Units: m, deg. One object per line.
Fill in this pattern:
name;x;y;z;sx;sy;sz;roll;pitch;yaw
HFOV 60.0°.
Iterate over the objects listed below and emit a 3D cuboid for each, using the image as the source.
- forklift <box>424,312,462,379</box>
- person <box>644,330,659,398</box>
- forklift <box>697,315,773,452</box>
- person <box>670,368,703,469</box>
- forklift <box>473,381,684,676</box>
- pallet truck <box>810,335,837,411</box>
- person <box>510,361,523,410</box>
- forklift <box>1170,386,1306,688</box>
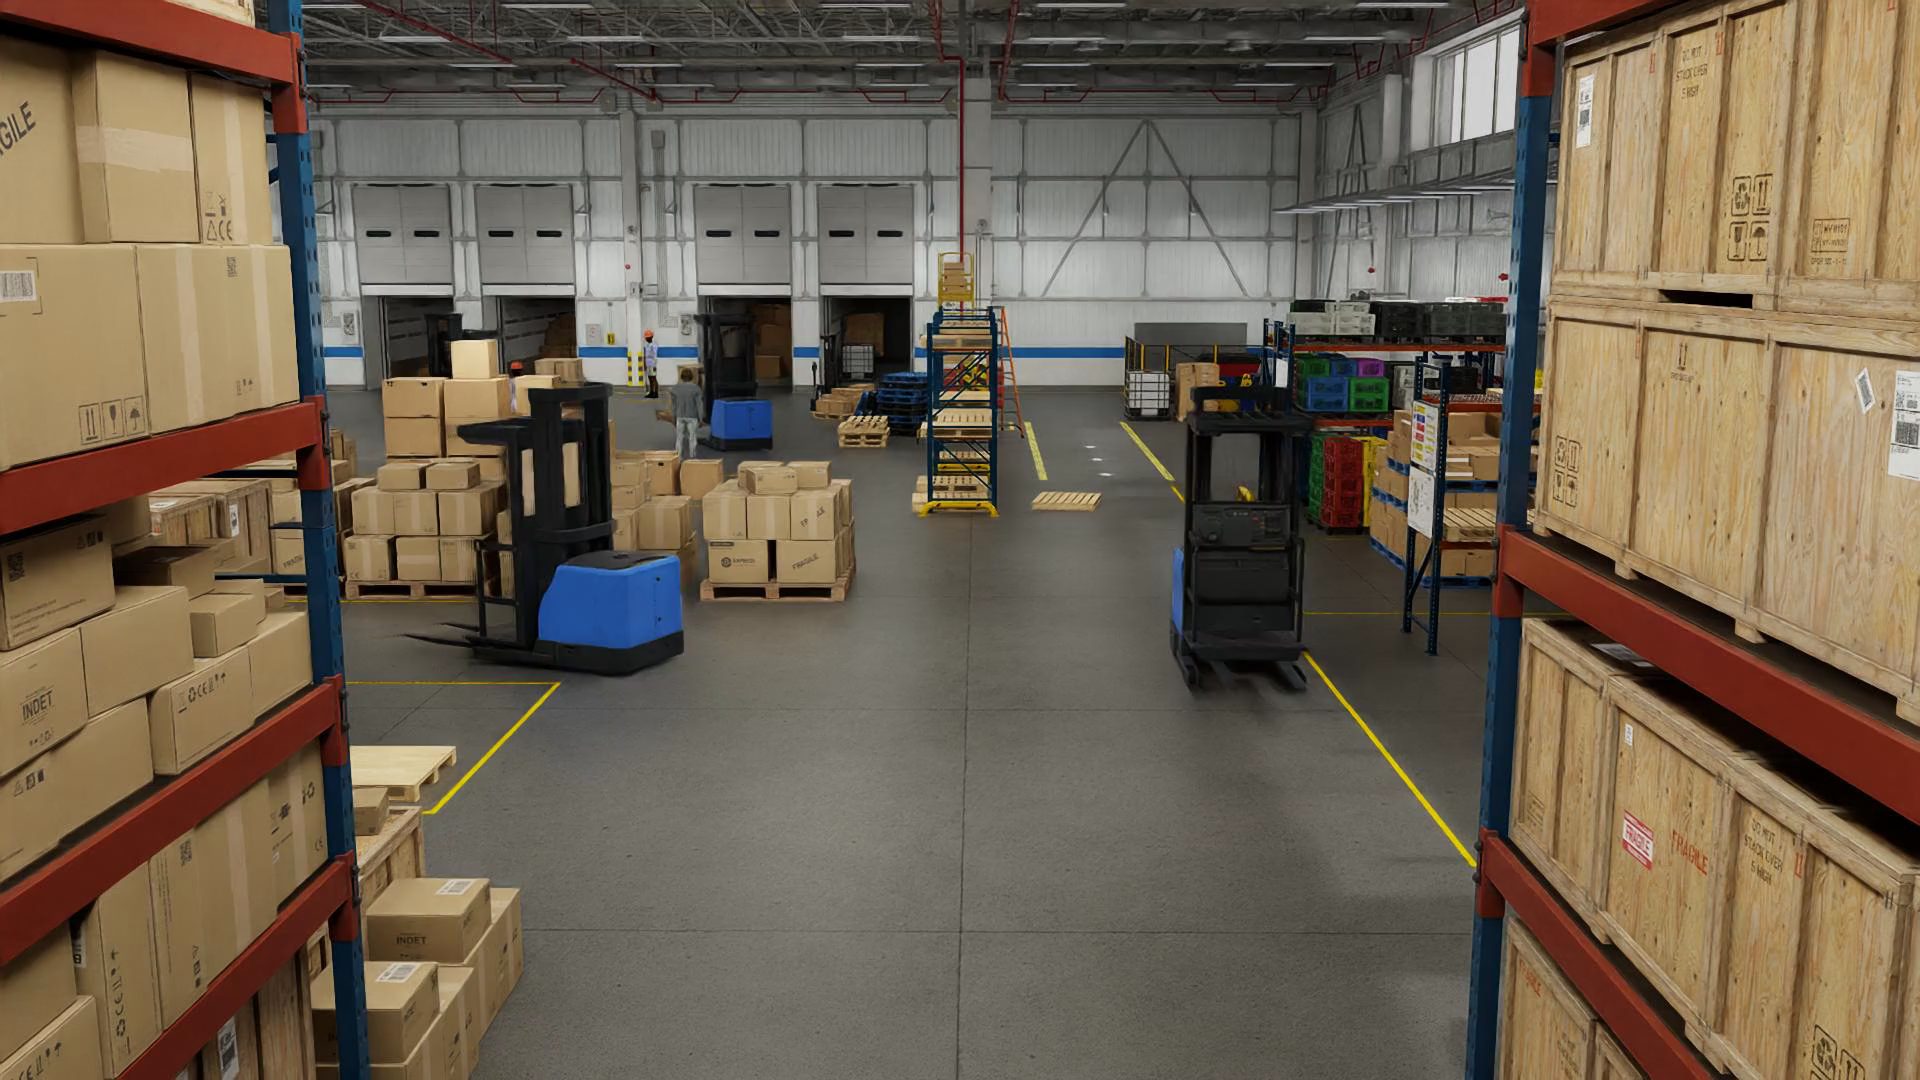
forklift;-11.151;-3.527;36.050;1.129;2.768;1.873;8;12;37
person;-8.786;-4.981;47.190;0.388;1.930;0.544;-8;12;-37
forklift;-4.720;-3.316;34.835;1.129;2.768;1.873;-5;11;-25
person;-5.222;-2.320;31.825;0.630;1.931;0.357;2;10;11
forklift;-3.844;-0.173;16.700;1.873;2.768;1.129;5;11;25
pallet truck;-3.021;-4.312;43.126;1.885;1.965;0.823;3;10;17
person;-9.112;-2.766;34.503;0.918;1.910;0.561;7;12;34
forklift;2.717;-0.120;16.394;1.129;2.768;1.873;0;10;1
